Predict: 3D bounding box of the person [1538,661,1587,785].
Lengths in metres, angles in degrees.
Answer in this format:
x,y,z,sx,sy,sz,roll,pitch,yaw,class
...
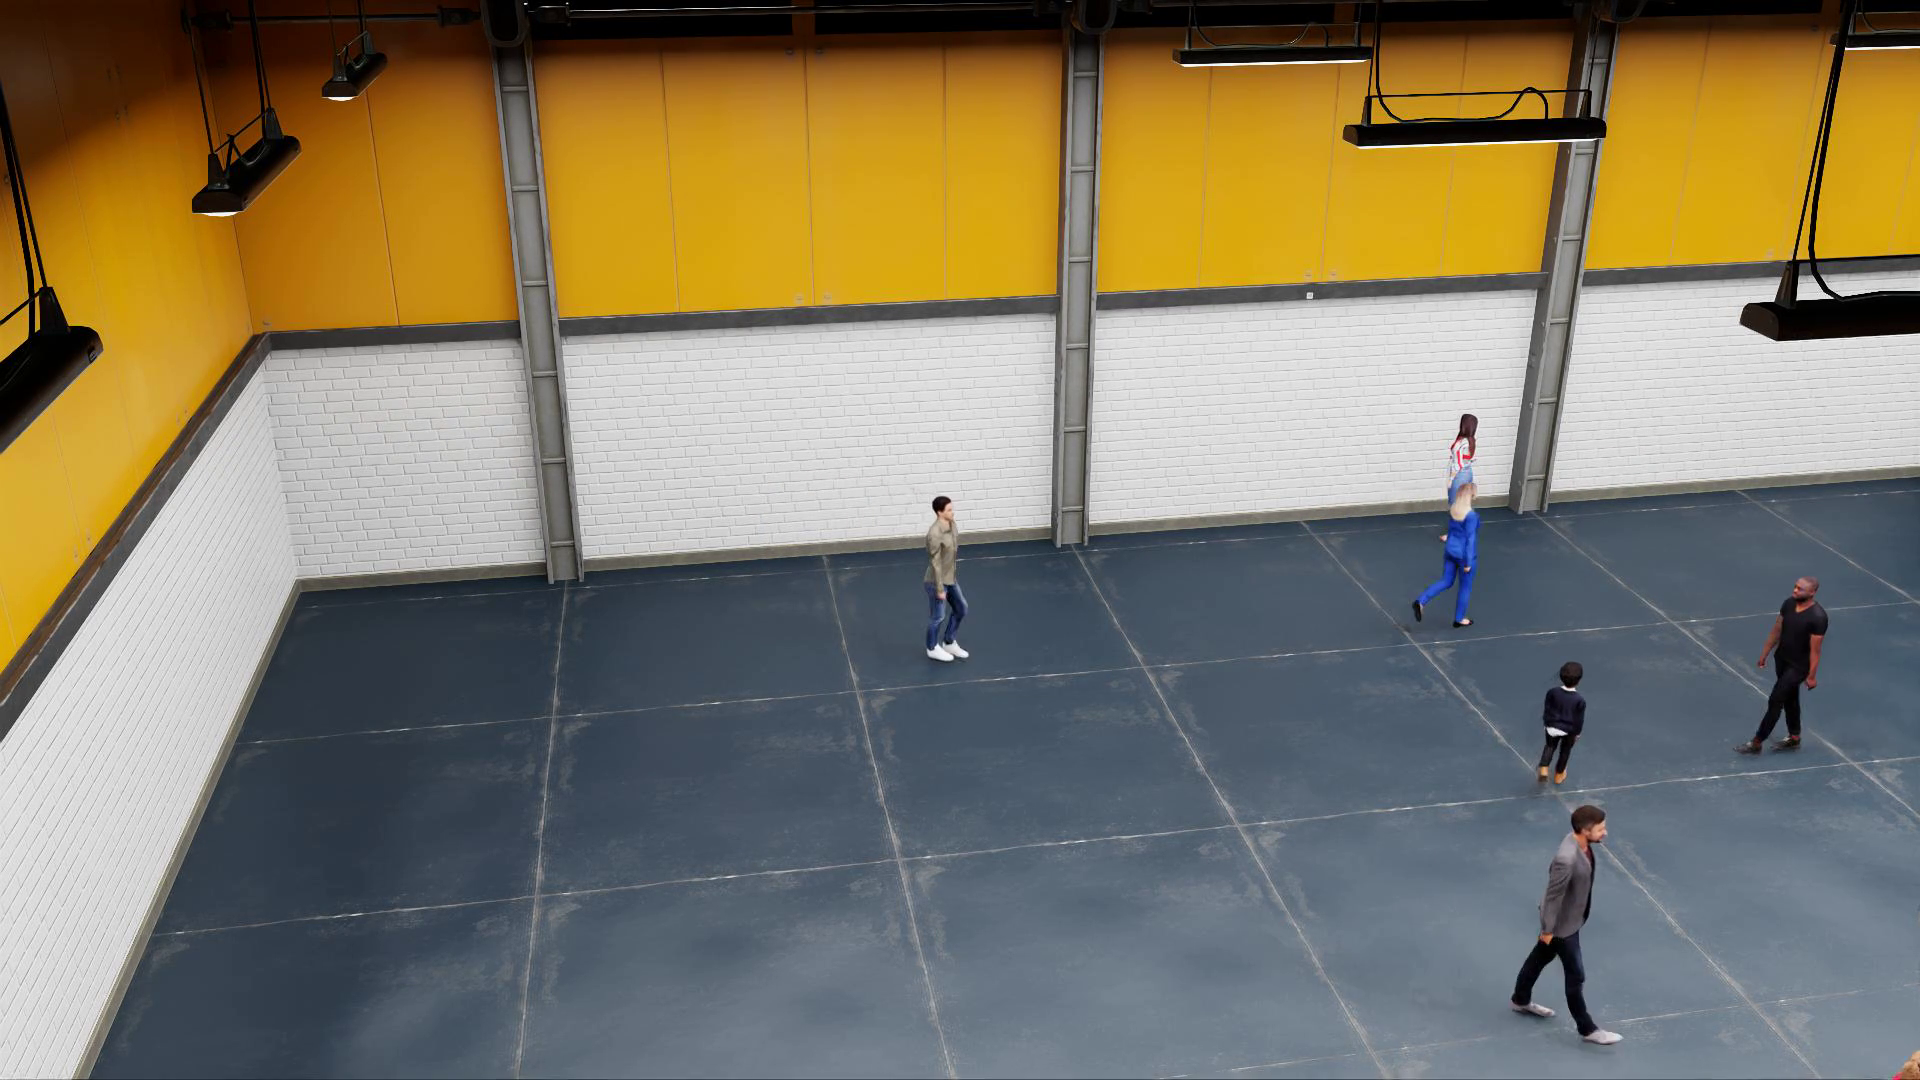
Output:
x,y,z,sx,sy,sz,roll,pitch,yaw,class
5.406,1.675,14.955,0.701,1.217,0.763,16,28,33,person

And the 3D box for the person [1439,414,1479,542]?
x,y,z,sx,sy,sz,roll,pitch,yaw,class
6.031,-0.753,20.016,0.625,1.612,0.732,-21,31,-39,person

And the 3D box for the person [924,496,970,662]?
x,y,z,sx,sy,sz,roll,pitch,yaw,class
-0.267,0.388,17.111,0.885,1.847,0.863,10,26,22,person

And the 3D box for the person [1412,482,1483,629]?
x,y,z,sx,sy,sz,roll,pitch,yaw,class
5.249,0.191,17.770,0.996,1.681,0.708,-7,24,-15,person

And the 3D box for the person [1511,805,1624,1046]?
x,y,z,sx,sy,sz,roll,pitch,yaw,class
4.217,2.680,11.875,1.174,1.842,1.071,12,26,25,person

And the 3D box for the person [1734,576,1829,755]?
x,y,z,sx,sy,sz,roll,pitch,yaw,class
7.803,1.159,15.412,0.942,1.796,0.671,-4,24,-9,person
